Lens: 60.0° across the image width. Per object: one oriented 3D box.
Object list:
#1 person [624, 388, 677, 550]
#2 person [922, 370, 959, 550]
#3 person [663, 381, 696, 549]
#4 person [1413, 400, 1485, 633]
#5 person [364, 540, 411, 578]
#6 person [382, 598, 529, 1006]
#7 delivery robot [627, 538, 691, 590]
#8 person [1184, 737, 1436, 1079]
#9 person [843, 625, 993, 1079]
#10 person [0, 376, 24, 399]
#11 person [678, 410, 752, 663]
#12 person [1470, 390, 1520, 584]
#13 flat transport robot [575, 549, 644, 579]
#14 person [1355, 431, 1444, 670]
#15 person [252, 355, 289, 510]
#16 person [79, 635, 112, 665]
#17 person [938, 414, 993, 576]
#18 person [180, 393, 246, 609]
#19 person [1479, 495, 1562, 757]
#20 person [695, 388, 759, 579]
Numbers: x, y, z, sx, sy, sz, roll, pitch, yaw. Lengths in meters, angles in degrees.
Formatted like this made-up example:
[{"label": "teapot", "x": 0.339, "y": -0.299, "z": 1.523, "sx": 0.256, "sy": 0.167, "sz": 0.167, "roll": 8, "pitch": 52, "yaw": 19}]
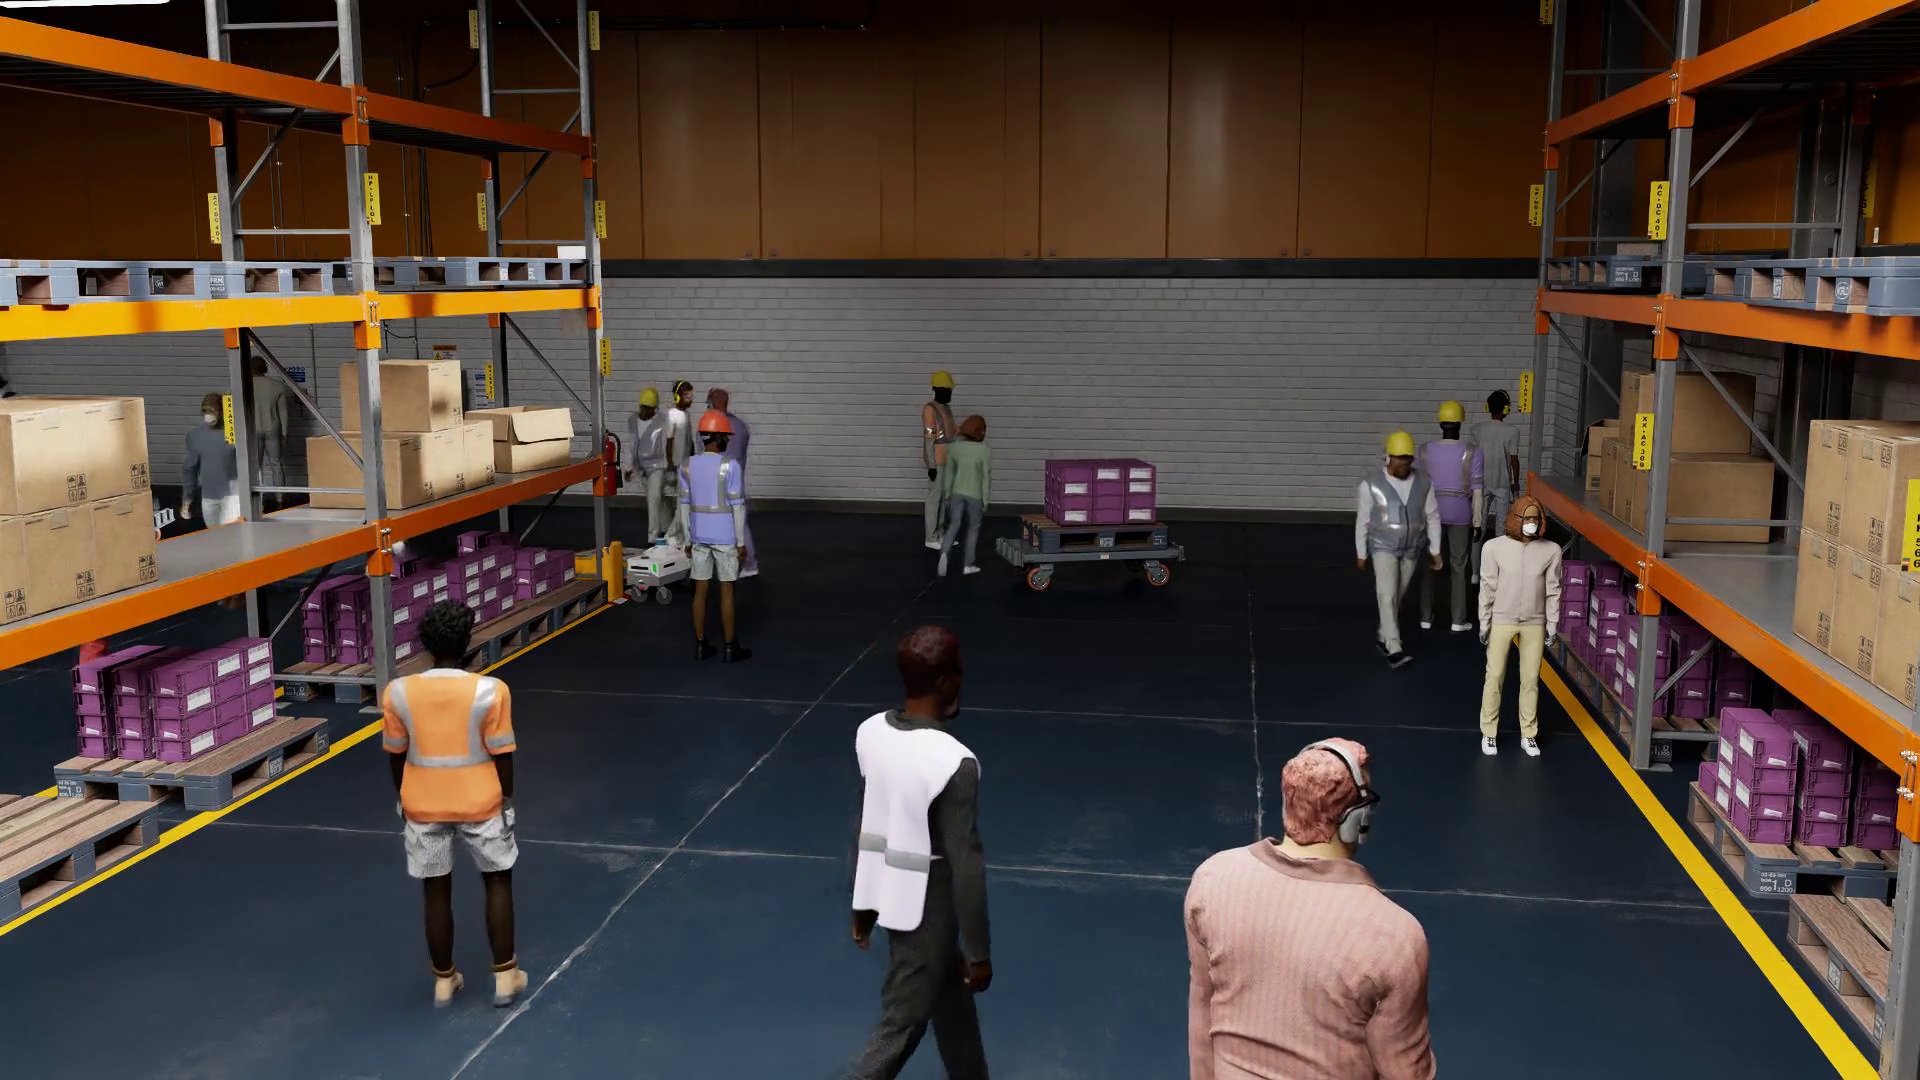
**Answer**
[{"label": "person", "x": -3.265, "y": -0.782, "z": 17.964, "sx": 0.636, "sy": 1.770, "sz": 0.849, "roll": 6, "pitch": 11, "yaw": 32}, {"label": "person", "x": -0.205, "y": -0.864, "z": 17.926, "sx": 0.368, "sy": 1.926, "sz": 0.594, "roll": 3, "pitch": 10, "yaw": 19}, {"label": "person", "x": -2.922, "y": -0.762, "z": 17.579, "sx": 0.395, "sy": 1.847, "sz": 0.625, "roll": 2, "pitch": 9, "yaw": 9}, {"label": "person", "x": 4.036, "y": -0.192, "z": 13.770, "sx": 0.587, "sy": 1.930, "sz": 0.360, "roll": 5, "pitch": 10, "yaw": 27}, {"label": "person", "x": -5.474, "y": -0.462, "z": 15.745, "sx": 0.587, "sy": 1.838, "sz": 0.969, "roll": 4, "pitch": 10, "yaw": 22}, {"label": "person", "x": -2.044, "y": 1.073, "z": 6.719, "sx": 0.546, "sy": 1.693, "sz": 0.363, "roll": -1, "pitch": 9, "yaw": -3}, {"label": "delivery robot", "x": -2.720, "y": 0.226, "z": 15.133, "sx": 0.477, "sy": 0.478, "sz": 0.707, "roll": 4, "pitch": 10, "yaw": 23}, {"label": "person", "x": 0.835, "y": 1.404, "z": 4.027, "sx": 0.674, "sy": 1.903, "sz": 0.403, "roll": 9, "pitch": 13, "yaw": 43}, {"label": "person", "x": -0.146, "y": 1.199, "z": 5.380, "sx": 1.000, "sy": 1.881, "sz": 0.599, "roll": -5, "pitch": 11, "yaw": -31}, {"label": "person", "x": -10.333, "y": -0.931, "z": 17.989, "sx": 0.746, "sy": 2.000, "sz": 0.605, "roll": -4, "pitch": 10, "yaw": -23}, {"label": "person", "x": -1.870, "y": -0.024, "z": 12.731, "sx": 0.543, "sy": 1.932, "sz": 0.376, "roll": 4, "pitch": 10, "yaw": 23}, {"label": "person", "x": 5.079, "y": -0.489, "z": 15.809, "sx": 0.515, "sy": 1.867, "sz": 0.328, "roll": 7, "pitch": 12, "yaw": 38}, {"label": "flat transport robot", "x": -3.211, "y": 0.239, "z": 16.217, "sx": 1.431, "sy": 0.197, "sz": 0.652, "roll": 5, "pitch": 11, "yaw": 30}, {"label": "person", "x": 3.342, "y": 0.073, "z": 12.585, "sx": 0.596, "sy": 1.779, "sz": 0.934, "roll": -2, "pitch": 9, "yaw": -9}, {"label": "person", "x": -8.721, "y": -1.336, "z": 20.801, "sx": 0.632, "sy": 1.940, "sz": 0.372, "roll": -5, "pitch": 11, "yaw": -30}, {"label": "person", "x": -5.721, "y": 0.345, "z": 11.000, "sx": 0.561, "sy": 1.745, "sz": 0.532, "roll": 1, "pitch": 9, "yaw": 6}, {"label": "person", "x": 0.050, "y": -0.419, "z": 16.190, "sx": 0.518, "sy": 1.604, "sz": 0.674, "roll": 4, "pitch": 10, "yaw": 24}, {"label": "person", "x": -6.563, "y": -0.337, "z": 14.717, "sx": 0.651, "sy": 1.919, "sz": 0.640, "roll": 2, "pitch": 9, "yaw": 12}, {"label": "person", "x": 3.444, "y": 0.529, "z": 10.263, "sx": 0.496, "sy": 1.629, "sz": 0.277, "roll": 1, "pitch": 9, "yaw": 4}, {"label": "person", "x": -2.334, "y": -0.537, "z": 16.182, "sx": 0.966, "sy": 1.862, "sz": 0.654, "roll": 9, "pitch": 13, "yaw": 44}]
